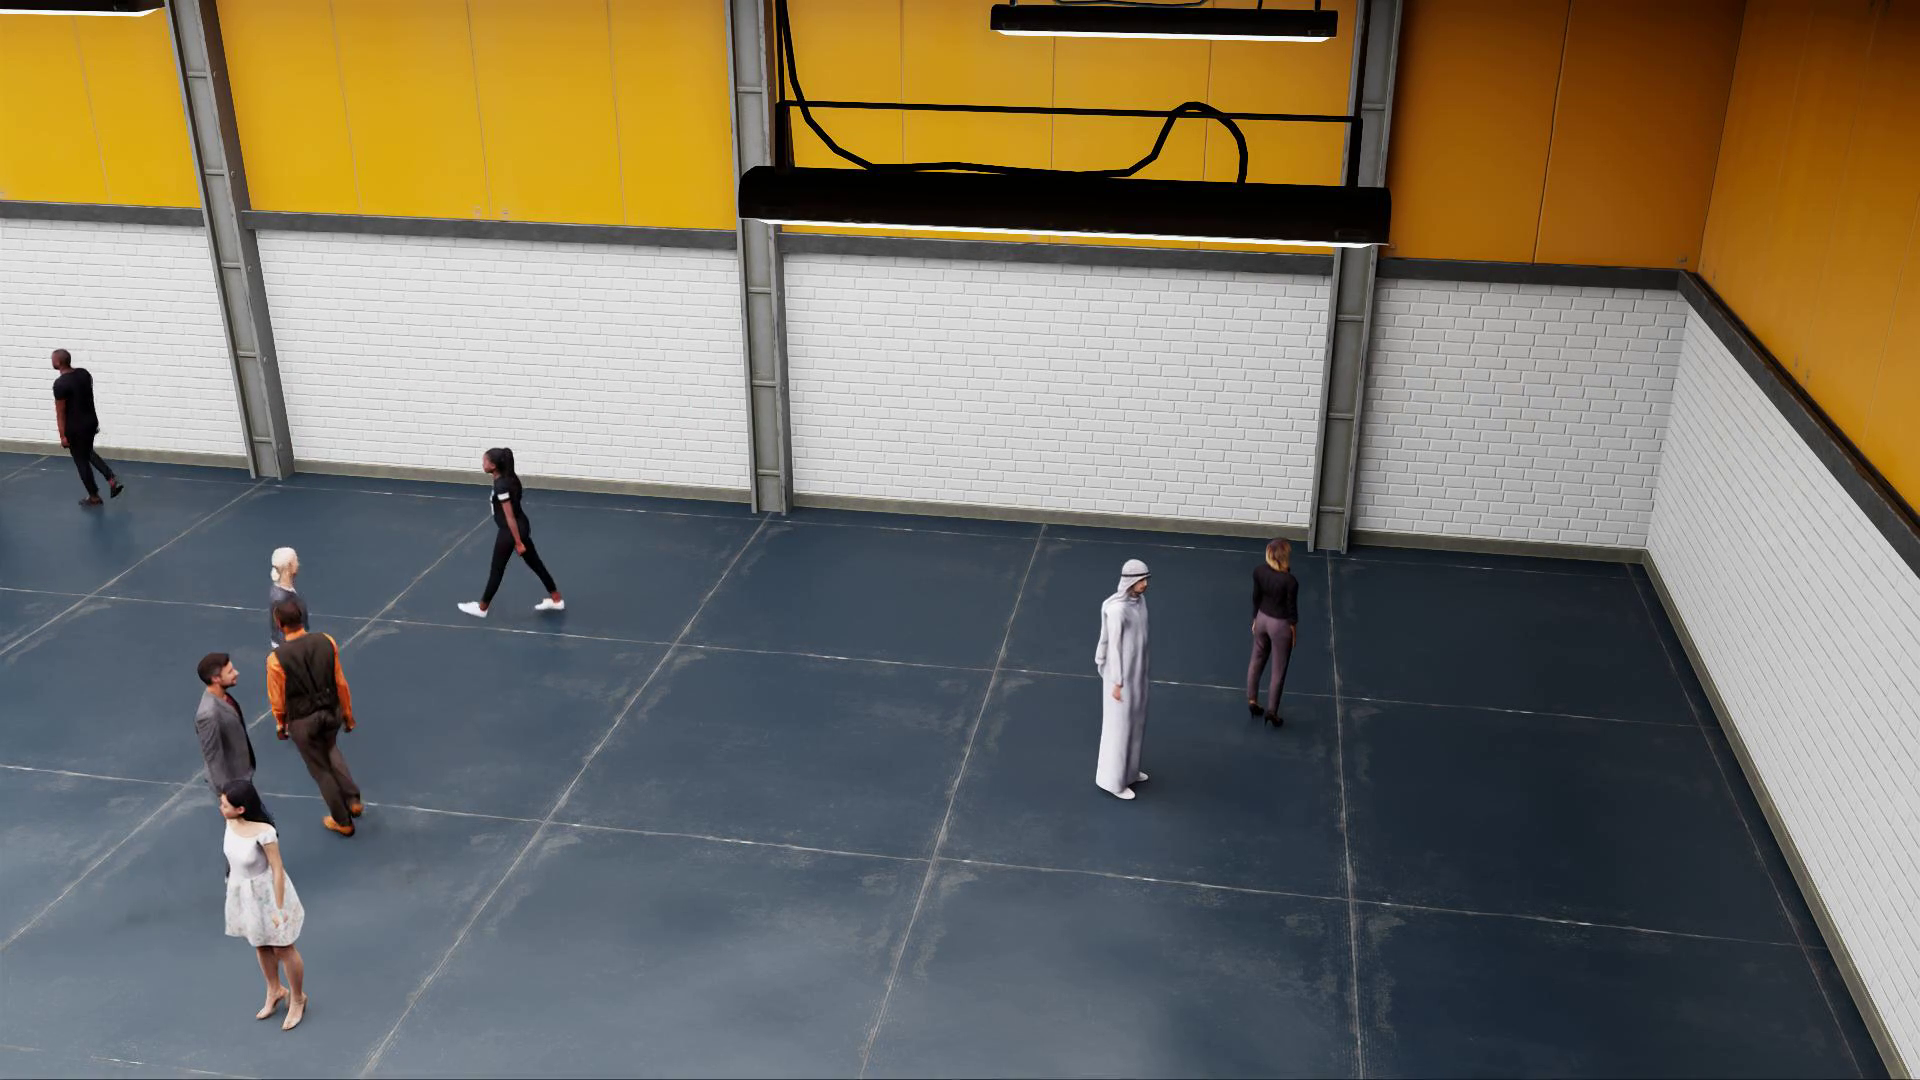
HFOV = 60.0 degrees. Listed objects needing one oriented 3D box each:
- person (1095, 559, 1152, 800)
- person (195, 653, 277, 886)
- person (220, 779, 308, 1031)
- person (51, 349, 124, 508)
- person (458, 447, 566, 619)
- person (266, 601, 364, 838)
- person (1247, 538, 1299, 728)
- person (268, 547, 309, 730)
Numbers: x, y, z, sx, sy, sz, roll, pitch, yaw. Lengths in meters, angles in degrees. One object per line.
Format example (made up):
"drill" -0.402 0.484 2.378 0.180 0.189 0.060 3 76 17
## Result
"person" 1.266 1.034 12.792 0.748 1.929 0.775 12 26 25
"person" -5.104 1.643 11.479 0.824 1.865 0.816 -8 25 -17
"person" -4.299 2.232 10.246 0.696 1.773 0.803 14 27 28
"person" -9.468 -1.200 18.056 0.776 1.807 0.689 6 24 13
"person" -4.100 -0.031 15.554 1.261 1.668 0.878 -3 24 -7
"person" -4.641 1.351 12.116 0.858 1.889 0.827 20 31 38
"person" 2.578 0.766 13.728 0.734 1.670 0.651 -20 31 -38
"person" -5.405 0.892 13.389 0.937 1.712 0.984 -5 24 -11
